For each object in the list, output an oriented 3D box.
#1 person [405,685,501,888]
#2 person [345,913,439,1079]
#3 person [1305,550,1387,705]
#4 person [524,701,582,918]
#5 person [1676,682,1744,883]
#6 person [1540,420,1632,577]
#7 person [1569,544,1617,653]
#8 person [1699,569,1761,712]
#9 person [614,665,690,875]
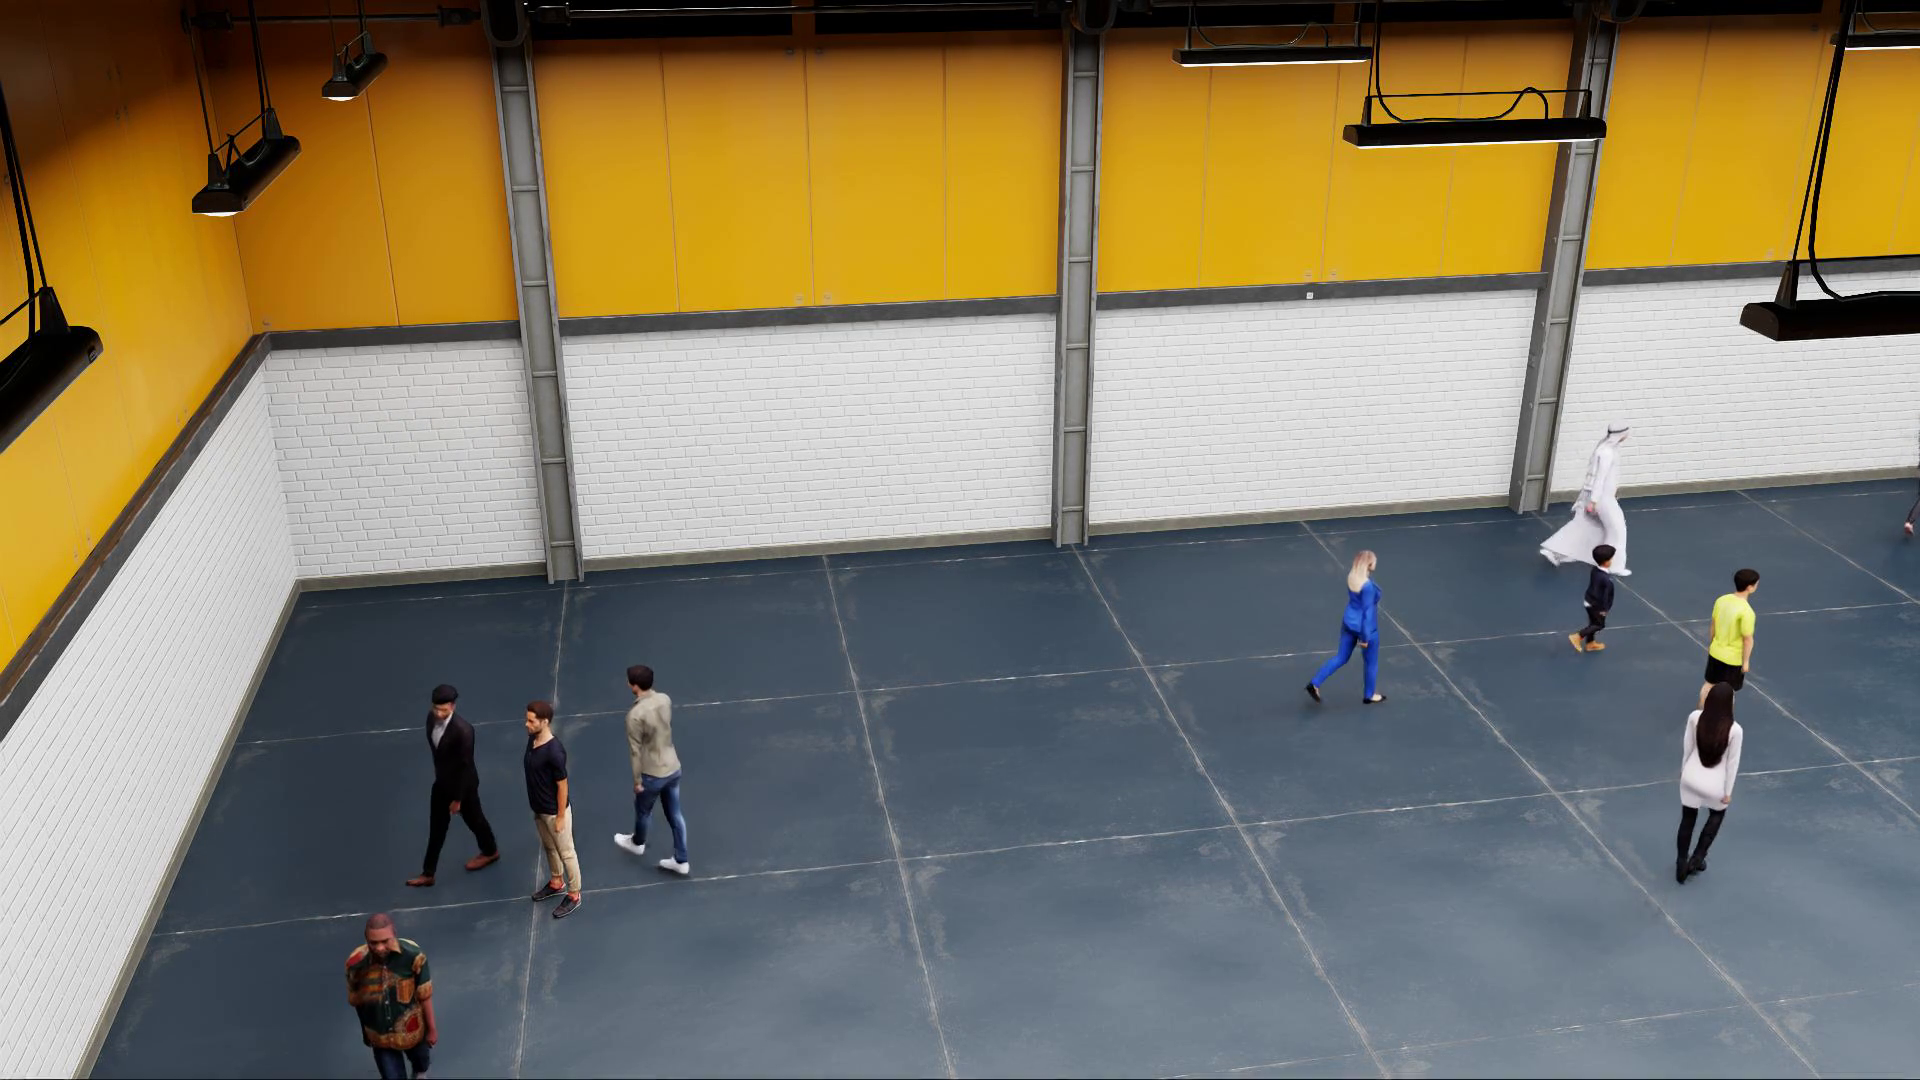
[{"bbox_3d":[-4.016,1.948,13.557,1.154,1.837,1.230,19,30,37],"label":"person"},{"bbox_3d":[-3.682,3.137,10.927,1.172,1.764,0.794,-6,24,-13],"label":"person"},{"bbox_3d":[3.794,0.884,16.197,1.106,1.672,0.726,-7,25,-17],"label":"person"},{"bbox_3d":[-3.240,2.098,13.186,0.714,1.859,0.708,-20,31,-39],"label":"person"},{"bbox_3d":[5.989,2.002,13.483,0.737,1.797,0.772,22,32,40],"label":"person"},{"bbox_3d":[7.231,-0.487,19.058,1.357,1.891,1.043,5,24,12],"label":"person"},{"bbox_3d":[6.597,0.631,17.348,0.679,1.214,0.541,-1,24,-3],"label":"person"},{"bbox_3d":[7.278,1.059,15.751,0.557,1.708,0.653,-7,25,-16],"label":"person"},{"bbox_3d":[-2.402,1.926,13.623,1.162,1.823,1.093,14,27,28],"label":"person"}]
